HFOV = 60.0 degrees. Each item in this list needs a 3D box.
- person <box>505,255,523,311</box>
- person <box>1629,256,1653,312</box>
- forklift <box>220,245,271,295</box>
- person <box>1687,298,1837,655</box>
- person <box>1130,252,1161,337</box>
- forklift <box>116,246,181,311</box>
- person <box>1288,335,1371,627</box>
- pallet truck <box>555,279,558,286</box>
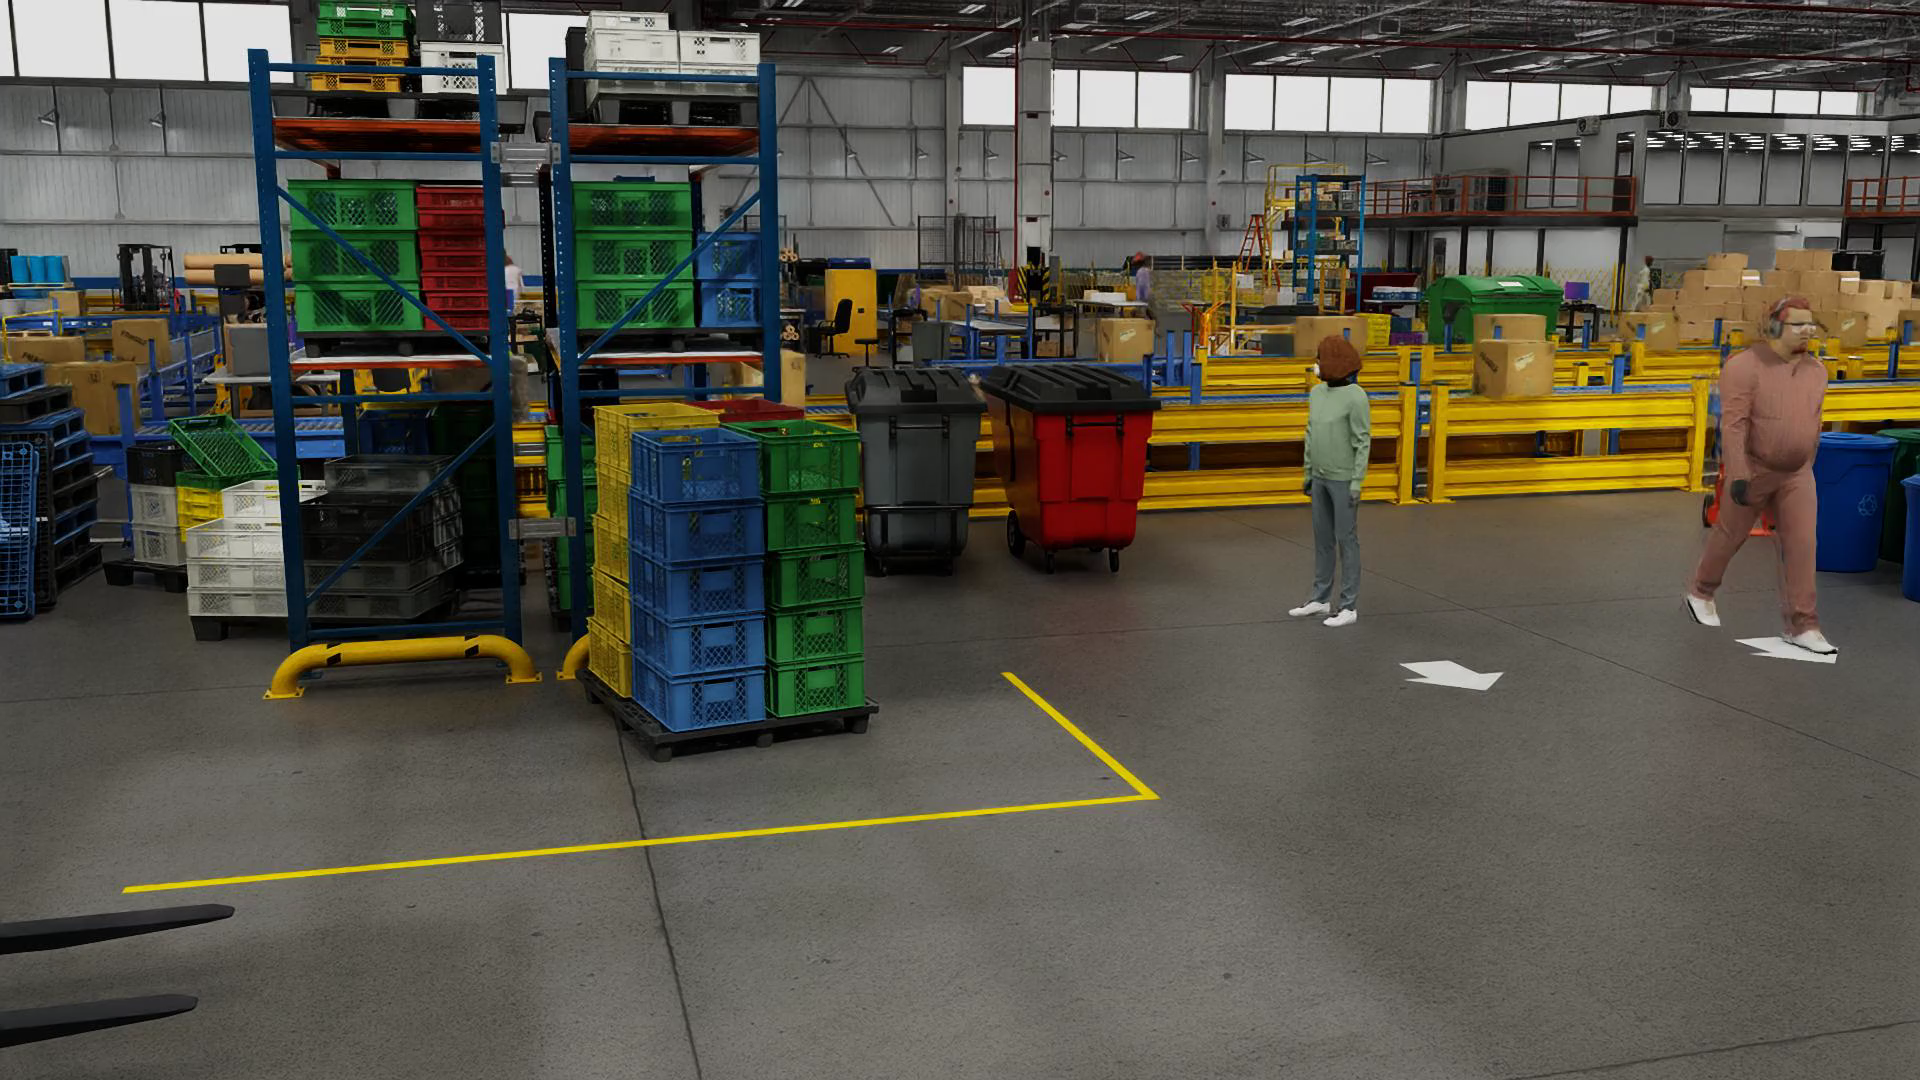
[{"bbox_3d":[-11.851,-6.555,43.866,0.684,1.890,0.426,-6,12,-30],"label":"person"},{"bbox_3d":[20.562,-7.565,49.768,1.013,1.818,0.611,5,11,28],"label":"person"},{"bbox_3d":[-17.749,-6.334,41.440,1.157,1.987,2.680,-3,10,-17],"label":"forklift"},{"bbox_3d":[4.358,-0.379,9.004,0.642,1.863,0.996,-1,10,-6],"label":"person"},{"bbox_3d":[4.227,-5.712,38.862,1.074,1.991,0.621,4,11,23],"label":"person"},{"bbox_3d":[-19.966,-6.232,40.894,1.157,1.987,2.680,-3,10,-15],"label":"forklift"},{"bbox_3d":[2.101,-0.331,9.361,0.286,1.632,0.501,-4,11,-24],"label":"person"},{"bbox_3d":[-10.604,-6.375,44.520,0.653,1.274,1.630,-3,10,-15],"label":"pallet truck"}]
